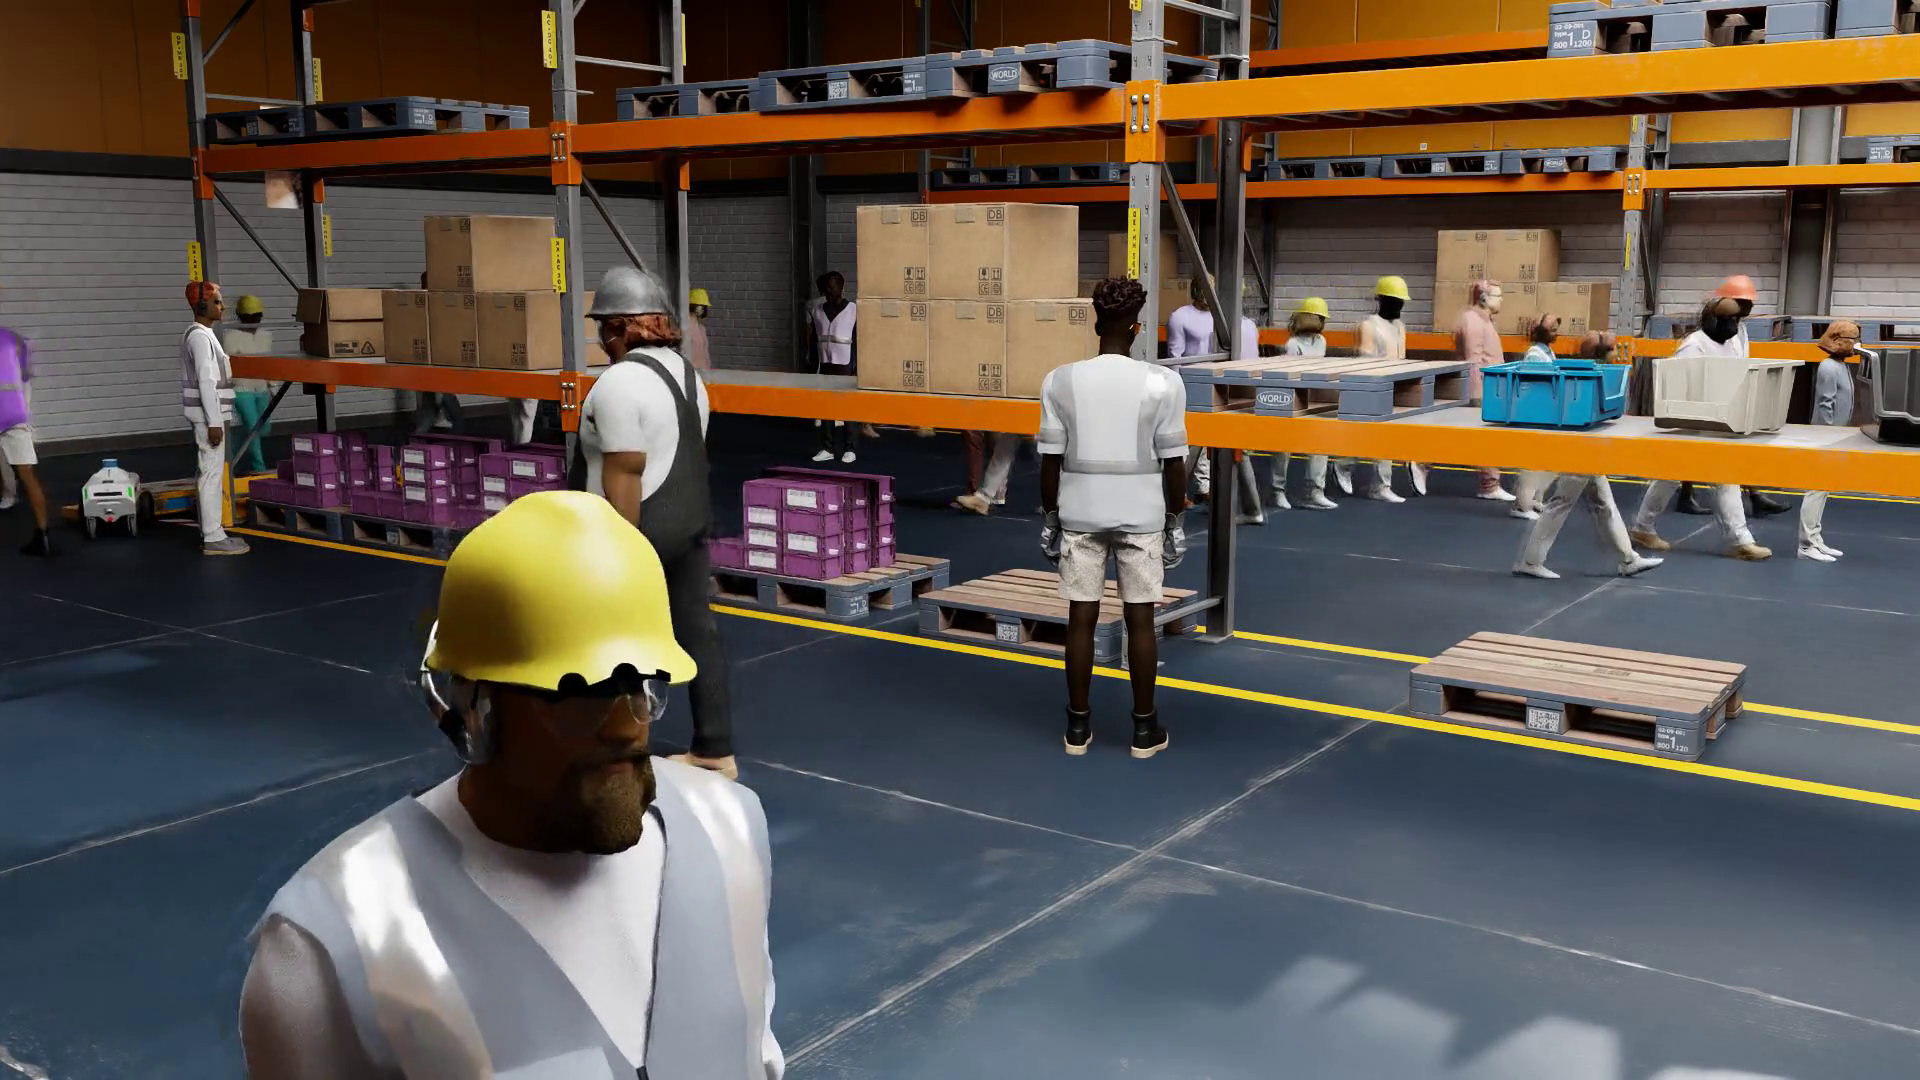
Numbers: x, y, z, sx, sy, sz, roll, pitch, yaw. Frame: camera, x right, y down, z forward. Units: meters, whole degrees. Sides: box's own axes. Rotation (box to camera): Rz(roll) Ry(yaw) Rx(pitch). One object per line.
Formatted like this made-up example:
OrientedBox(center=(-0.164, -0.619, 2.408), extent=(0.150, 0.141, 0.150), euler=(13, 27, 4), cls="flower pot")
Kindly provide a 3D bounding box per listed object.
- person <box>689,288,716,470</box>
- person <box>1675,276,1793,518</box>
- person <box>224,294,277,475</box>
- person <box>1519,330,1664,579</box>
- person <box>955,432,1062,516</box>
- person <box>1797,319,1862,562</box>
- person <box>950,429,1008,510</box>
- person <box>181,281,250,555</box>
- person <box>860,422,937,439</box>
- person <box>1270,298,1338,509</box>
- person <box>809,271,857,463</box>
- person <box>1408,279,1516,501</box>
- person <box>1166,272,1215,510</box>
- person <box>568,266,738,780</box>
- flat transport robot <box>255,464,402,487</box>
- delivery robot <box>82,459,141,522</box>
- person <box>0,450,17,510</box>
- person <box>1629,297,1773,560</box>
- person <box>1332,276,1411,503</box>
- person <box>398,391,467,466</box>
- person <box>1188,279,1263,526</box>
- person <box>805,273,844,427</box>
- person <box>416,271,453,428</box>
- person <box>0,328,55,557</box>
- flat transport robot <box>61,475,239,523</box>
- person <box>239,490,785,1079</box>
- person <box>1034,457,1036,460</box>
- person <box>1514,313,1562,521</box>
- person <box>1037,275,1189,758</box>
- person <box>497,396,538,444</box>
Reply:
OrientedBox(center=(-2.534, -1.542, 16.040), extent=(0.352, 1.753, 0.554), euler=(2, 10, 12), cls="person")
OrientedBox(center=(6.095, -1.102, 13.030), extent=(0.569, 1.894, 0.926), euler=(-8, 12, -38), cls="person")
OrientedBox(center=(-6.436, -1.342, 14.937), extent=(0.672, 1.738, 0.537), euler=(4, 10, 25), cls="person")
OrientedBox(center=(3.997, -0.523, 10.487), extent=(0.909, 1.584, 0.518), euler=(2, 10, 11), cls="person")
OrientedBox(center=(0.457, -1.053, 13.081), extent=(0.960, 1.777, 0.672), euler=(-2, 10, -13), cls="person")
OrientedBox(center=(5.899, -0.675, 11.268), extent=(0.268, 1.632, 0.506), euler=(7, 12, 36), cls="person")
OrientedBox(center=(0.151, -1.196, 13.554), extent=(0.639, 1.910, 0.407), euler=(-8, 13, -40), cls="person")
OrientedBox(center=(-5.177, -0.838, 11.500), extent=(0.348, 1.882, 0.584), euler=(-5, 11, -27), cls="person")
OrientedBox(center=(-0.750, -1.953, 18.835), extent=(0.900, 1.650, 0.535), euler=(4, 10, 25), cls="person")
OrientedBox(center=(2.802, -1.089, 13.448), extent=(0.522, 1.713, 0.669), euler=(-6, 11, -31), cls="person")
OrientedBox(center=(-1.242, -1.742, 16.774), extent=(0.598, 1.917, 0.378), euler=(4, 10, 23), cls="person")
OrientedBox(center=(4.288, -1.261, 14.038), extent=(0.819, 1.876, 0.646), euler=(6, 11, 32), cls="person")
OrientedBox(center=(1.958, -1.220, 13.605), extent=(0.627, 1.941, 0.374), euler=(-6, 11, -30), cls="person")
OrientedBox(center=(-1.308, -0.069, 6.447), extent=(0.972, 2.000, 0.701), euler=(4, 10, 21), cls="person")
OrientedBox(center=(-5.487, -0.529, 14.452), extent=(0.652, 0.197, 1.431), euler=(7, 12, 34), cls="flat transport robot")
OrientedBox(center=(-6.269, -0.356, 12.297), extent=(0.477, 0.478, 0.707), euler=(-4, 10, -22), cls="delivery robot")
OrientedBox(center=(-7.851, -0.998, 13.281), extent=(0.525, 1.595, 0.836), euler=(-1, 10, -7), cls="person")
OrientedBox(center=(5.055, -0.761, 11.358), extent=(0.630, 1.784, 0.961), euler=(-6, 11, -34), cls="person")
OrientedBox(center=(3.503, -1.260, 13.975), extent=(0.586, 1.900, 0.548), euler=(-9, 13, -42), cls="person")
OrientedBox(center=(-5.010, -1.442, 15.945), extent=(0.825, 1.598, 0.502), euler=(-5, 11, -29), cls="person")
OrientedBox(center=(2.000, -1.059, 12.798), extent=(0.851, 1.883, 0.611), euler=(7, 12, 36), cls="person")
OrientedBox(center=(-1.641, -2.314, 20.332), extent=(0.514, 1.872, 0.328), euler=(1, 10, 5), cls="person")
OrientedBox(center=(-6.400, -2.308, 20.194), extent=(0.645, 1.905, 0.400), euler=(7, 12, 37), cls="person")
OrientedBox(center=(-6.656, -0.816, 11.388), extent=(0.983, 1.870, 0.607), euler=(4, 10, 23), cls="person")
OrientedBox(center=(-6.322, -0.340, 13.322), extent=(0.652, 0.197, 1.431), euler=(7, 12, 35), cls="flat transport robot")
OrientedBox(center=(-0.458, 0.831, 1.787), extent=(0.599, 1.809, 0.777), euler=(-9, 13, -43), cls="person")
OrientedBox(center=(0.943, -1.700, 16.717), extent=(0.431, 1.859, 0.509), euler=(5, 11, 30), cls="person")
OrientedBox(center=(4.529, -0.946, 12.915), extent=(0.405, 1.619, 0.538), euler=(6, 11, 32), cls="person")
OrientedBox(center=(0.624, -0.085, 6.789), extent=(0.612, 1.954, 0.361), euler=(2, 10, 13), cls="person")
OrientedBox(center=(-4.066, -1.530, 15.690), extent=(0.593, 1.860, 0.742), euler=(2, 10, 11), cls="person")
